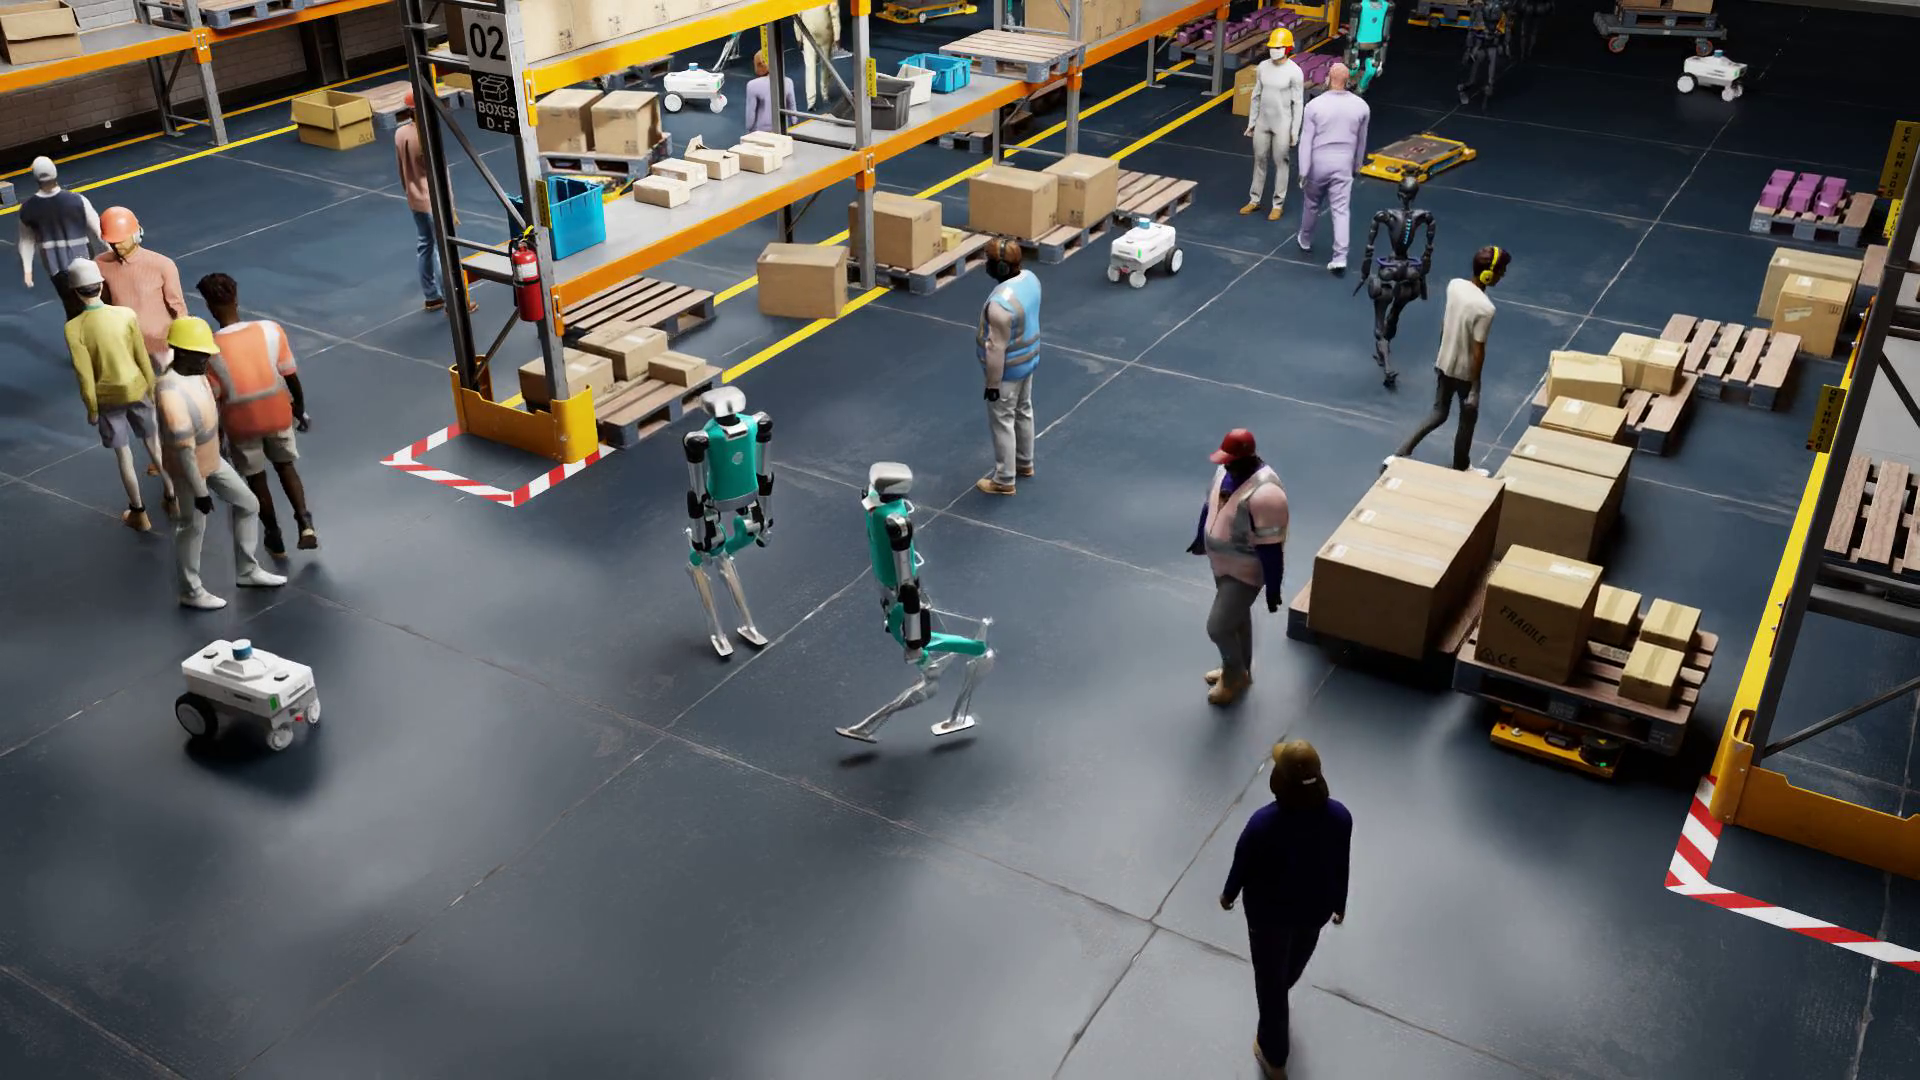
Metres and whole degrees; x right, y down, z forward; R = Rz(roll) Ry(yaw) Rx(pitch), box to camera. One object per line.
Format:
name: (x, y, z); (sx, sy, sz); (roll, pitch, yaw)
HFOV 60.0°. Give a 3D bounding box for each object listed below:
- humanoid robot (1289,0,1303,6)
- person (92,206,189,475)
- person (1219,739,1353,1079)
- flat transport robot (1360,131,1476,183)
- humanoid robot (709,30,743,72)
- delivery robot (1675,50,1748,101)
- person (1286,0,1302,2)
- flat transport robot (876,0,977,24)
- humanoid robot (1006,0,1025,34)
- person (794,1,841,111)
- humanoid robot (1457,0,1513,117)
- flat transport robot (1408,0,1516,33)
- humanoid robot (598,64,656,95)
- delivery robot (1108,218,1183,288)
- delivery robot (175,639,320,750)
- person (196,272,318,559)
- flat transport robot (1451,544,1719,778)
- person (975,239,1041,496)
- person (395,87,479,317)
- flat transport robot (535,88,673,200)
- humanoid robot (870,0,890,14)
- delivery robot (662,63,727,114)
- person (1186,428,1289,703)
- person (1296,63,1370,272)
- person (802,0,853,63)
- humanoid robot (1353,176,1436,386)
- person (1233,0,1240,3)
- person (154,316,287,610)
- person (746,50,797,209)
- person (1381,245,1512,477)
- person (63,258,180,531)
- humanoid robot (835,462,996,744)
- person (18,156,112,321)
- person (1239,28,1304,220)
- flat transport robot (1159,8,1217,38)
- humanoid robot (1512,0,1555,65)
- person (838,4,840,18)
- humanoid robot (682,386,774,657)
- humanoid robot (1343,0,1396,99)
humanoid robot: (5.101, -8.738, 24.917); (0.823, 1.768, 0.540); (17, 34, 27)
person: (-5.673, -1.379, 11.642); (0.610, 1.986, 0.402); (1, 30, 2)
person: (1.338, 1.469, 6.980); (0.485, 1.593, 0.682); (-5, 30, -9)
flat transport robot: (5.089, -4.232, 18.428); (0.659, 0.231, 1.431); (24, 37, 36)
humanoid robot: (-3.061, -7.110, 22.040); (0.558, 1.772, 0.840); (23, 37, 35)
delivery robot: (9.558, -5.919, 21.104); (0.769, 0.577, 0.499); (25, 38, 37)
person: (5.068, -9.126, 25.543); (0.863, 1.802, 0.524); (-13, 32, -22)
flat transport robot: (-0.504, -8.031, 25.149); (1.431, 0.231, 0.659); (-21, 36, -33)
humanoid robot: (0.830, -7.899, 23.475); (0.552, 1.765, 1.010); (2, 30, 4)
person: (-1.740, -6.134, 20.326); (0.578, 1.705, 0.899); (-1, 30, -3)
humanoid robot: (6.371, -6.020, 20.180); (0.611, 1.631, 0.595); (-5, 30, -9)
flat transport robot: (7.411, -7.695, 24.553); (1.431, 0.231, 0.659); (15, 33, 24)
humanoid robot: (-4.290, -6.497, 20.995); (0.901, 1.816, 0.564); (-24, 37, -35)
delivery robot: (1.704, -2.686, 15.402); (0.505, 0.595, 0.766); (19, 35, 30)
delivery robot: (-3.936, 0.817, 9.213); (0.774, 0.602, 0.523); (13, 32, 22)
person: (-4.437, -0.747, 10.547); (0.649, 1.954, 0.527); (-23, 37, -34)
flat transport robot: (3.549, 0.827, 9.478); (0.659, 0.231, 1.431); (17, 34, 27)
person: (0.320, -1.189, 11.463); (0.430, 1.836, 0.632); (13, 32, 22)
person: (-4.556, -2.917, 14.354); (0.612, 1.990, 0.389); (23, 37, 35)
flat transport robot: (-3.823, -3.976, 17.975); (0.659, 0.231, 1.431); (5, 30, 8)
humanoid robot: (-1.200, -8.715, 24.943); (0.589, 1.638, 0.606); (-4, 30, -8)
delivery robot: (-3.279, -5.568, 20.496); (0.782, 0.589, 0.499); (2, 30, 4)
person: (1.538, 0.149, 9.203); (0.507, 1.718, 0.757); (-10, 31, -18)
person: (3.451, -3.472, 15.487); (0.675, 1.841, 1.046); (-2, 30, -3)
person: (-1.820, -7.411, 22.366); (0.811, 1.927, 0.500); (-17, 34, -27)
humanoid robot: (3.469, -2.058, 13.211); (0.596, 1.650, 0.742); (-2, 30, -4)
person: (4.082, -9.187, 25.724); (0.765, 1.725, 0.561); (7, 30, 12)
person: (-4.580, -0.460, 10.121); (0.754, 1.875, 0.724); (-4, 30, -7)
person: (-1.911, -4.153, 16.907); (0.526, 1.629, 0.304); (-13, 32, -22)
person: (3.394, -1.168, 11.426); (0.828, 1.822, 0.546); (-10, 31, -18)
person: (-5.539, -0.945, 10.975); (0.474, 1.885, 0.396); (-25, 38, -37)
humanoid robot: (-0.177, 0.378, 8.794); (1.011, 1.744, 0.561); (-10, 31, -17)
person: (-7.173, -2.258, 13.459); (0.719, 1.713, 0.922); (-7, 30, -13)
person: (3.147, -4.160, 16.651); (0.572, 1.897, 0.372); (21, 36, 33)
flat transport robot: (3.307, -7.610, 24.404); (0.659, 0.231, 1.431); (17, 33, 27)
humanoid robot: (7.706, -7.262, 22.360); (0.610, 1.653, 0.416); (0, 29, 0)
person: (-1.844, -7.921, 23.277); (0.651, 1.917, 0.486); (6, 30, 10)
humanoid robot: (-1.407, -0.150, 9.639); (0.534, 1.719, 0.698); (-19, 35, -30)
humanoid robot: (4.617, -5.555, 19.285); (0.536, 1.805, 0.706); (-5, 30, -9)
